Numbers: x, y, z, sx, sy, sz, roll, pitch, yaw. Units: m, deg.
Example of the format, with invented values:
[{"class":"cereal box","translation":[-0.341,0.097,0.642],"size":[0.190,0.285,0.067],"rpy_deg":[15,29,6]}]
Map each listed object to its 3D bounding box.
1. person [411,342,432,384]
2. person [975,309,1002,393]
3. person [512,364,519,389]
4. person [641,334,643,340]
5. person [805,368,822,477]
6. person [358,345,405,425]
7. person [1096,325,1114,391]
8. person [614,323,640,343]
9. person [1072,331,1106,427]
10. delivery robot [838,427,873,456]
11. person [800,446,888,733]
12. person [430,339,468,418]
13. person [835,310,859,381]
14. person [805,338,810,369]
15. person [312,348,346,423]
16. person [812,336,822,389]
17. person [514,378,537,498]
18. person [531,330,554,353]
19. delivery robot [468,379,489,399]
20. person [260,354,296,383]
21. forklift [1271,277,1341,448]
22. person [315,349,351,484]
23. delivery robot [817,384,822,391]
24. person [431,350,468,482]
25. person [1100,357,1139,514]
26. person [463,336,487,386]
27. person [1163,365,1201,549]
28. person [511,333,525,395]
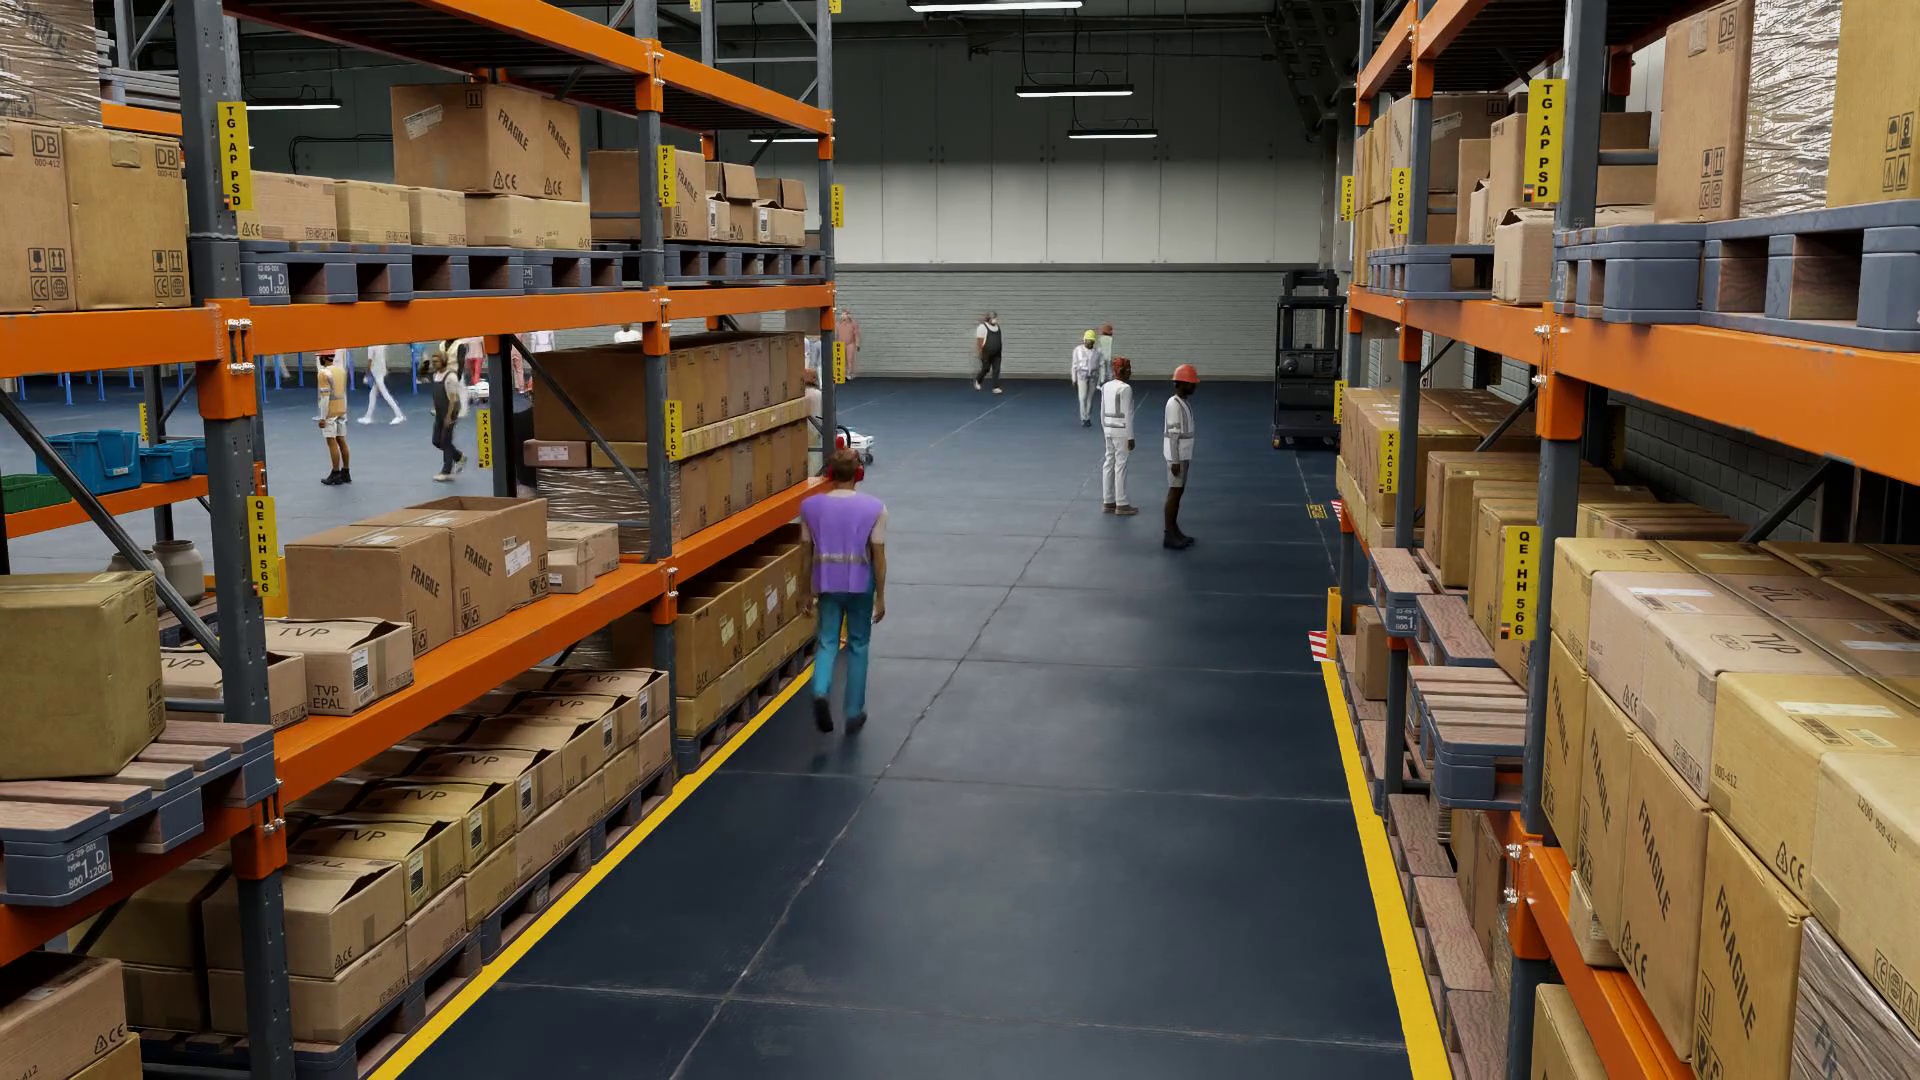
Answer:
[{"class":"person","translation":[-13.847,-4.833,42.731],"size":[0.636,1.668,0.542],"rpy_deg":[5,10,27]},{"class":"person","translation":[0.706,-4.520,39.828],"size":[0.687,2.000,0.731],"rpy_deg":[-6,11,-32]},{"class":"person","translation":[-10.969,-4.514,40.888],"size":[0.314,1.641,0.515],"rpy_deg":[8,12,40]},{"class":"person","translation":[-4.584,-2.088,24.672],"size":[0.608,2.048,0.368],"rpy_deg":[-9,13,-43]},{"class":"person","translation":[-2.094,-1.524,22.557],"size":[0.500,1.612,0.666],"rpy_deg":[5,10,26]},{"class":"person","translation":[-11.086,-3.117,31.799],"size":[0.965,1.811,0.514],"rpy_deg":[0,9,2]},{"class":"person","translation":[3.594,-4.434,40.540],"size":[0.469,1.625,0.523],"rpy_deg":[-6,11,-32]},{"class":"person","translation":[-7.479,-4.069,37.435],"size":[0.621,1.868,0.470],"rpy_deg":[-1,9,-5]},{"class":"person","translation":[2.427,-3.013,31.148],"size":[0.612,1.787,0.933],"rpy_deg":[-1,9,-5]},{"class":"delivery robot","translation":[-1.693,-1.469,25.292],"size":[0.707,0.478,0.477],"rpy_deg":[1,9,8]},{"class":"person","translation":[-0.740,0.330,10.471],"size":[0.561,1.826,0.674],"rpy_deg":[1,9,9]},{"class":"person","translation":[-10.091,-3.295,32.892],"size":[0.657,1.792,0.940],"rpy_deg":[4,10,23]},{"class":"person","translation":[-3.038,-5.140,44.025],"size":[0.679,1.871,0.936],"rpy_deg":[1,9,9]},{"class":"person","translation":[-3.284,-3.438,33.371],"size":[0.587,1.928,0.363],"rpy_deg":[5,11,29]},{"class":"person","translation":[-12.176,-3.200,32.064],"size":[0.856,1.872,0.677],"rpy_deg":[7,11,35]},{"class":"person","translation":[-2.992,-3.882,37.069],"size":[0.613,1.611,0.427],"rpy_deg":[-1,9,-3]},{"class":"person","translation":[-3.927,-0.564,15.515],"size":[0.624,1.970,0.771],"rpy_deg":[0,9,0]},{"class":"person","translation":[-10.013,-4.465,39.846],"size":[0.583,1.869,0.963],"rpy_deg":[-5,11,-29]},{"class":"delivery robot","translation":[-10.480,-3.301,36.586],"size":[0.477,0.478,0.707],"rpy_deg":[5,10,27]},{"class":"person","translation":[-17.819,-4.999,43.144],"size":[1.048,1.887,0.592],"rpy_deg":[2,9,13]},{"class":"forklift","translation":[5.847,-3.016,27.970],"size":[1.129,2.768,1.873],"rpy_deg":[1,9,9]},{"class":"person","translation":[-8.680,-1.740,22.907],"size":[0.393,1.936,0.555],"rpy_deg":[2,9,12]},{"class":"delivery robot","translation":[-3.121,-3.311,35.853],"size":[0.335,0.223,0.698],"rpy_deg":[5,11,28]},{"class":"person","translation":[-7.150,-1.746,23.259],"size":[0.507,1.826,0.538],"rpy_deg":[7,12,38]},{"class":"person","translation":[1.921,-1.269,20.120],"size":[0.355,1.886,0.572],"rpy_deg":[-5,11,-29]},{"class":"person","translation":[-11.470,-4.298,39.355],"size":[0.513,1.711,0.934],"rpy_deg":[-1,9,-4]},{"class":"person","translation":[2.357,-0.892,17.646],"size":[0.378,1.932,0.551],"rpy_deg":[3,10,18]},{"class":"person","translation":[-10.573,-4.376,39.244],"size":[0.637,1.901,0.403],"rpy_deg":[-6,11,-33]}]
